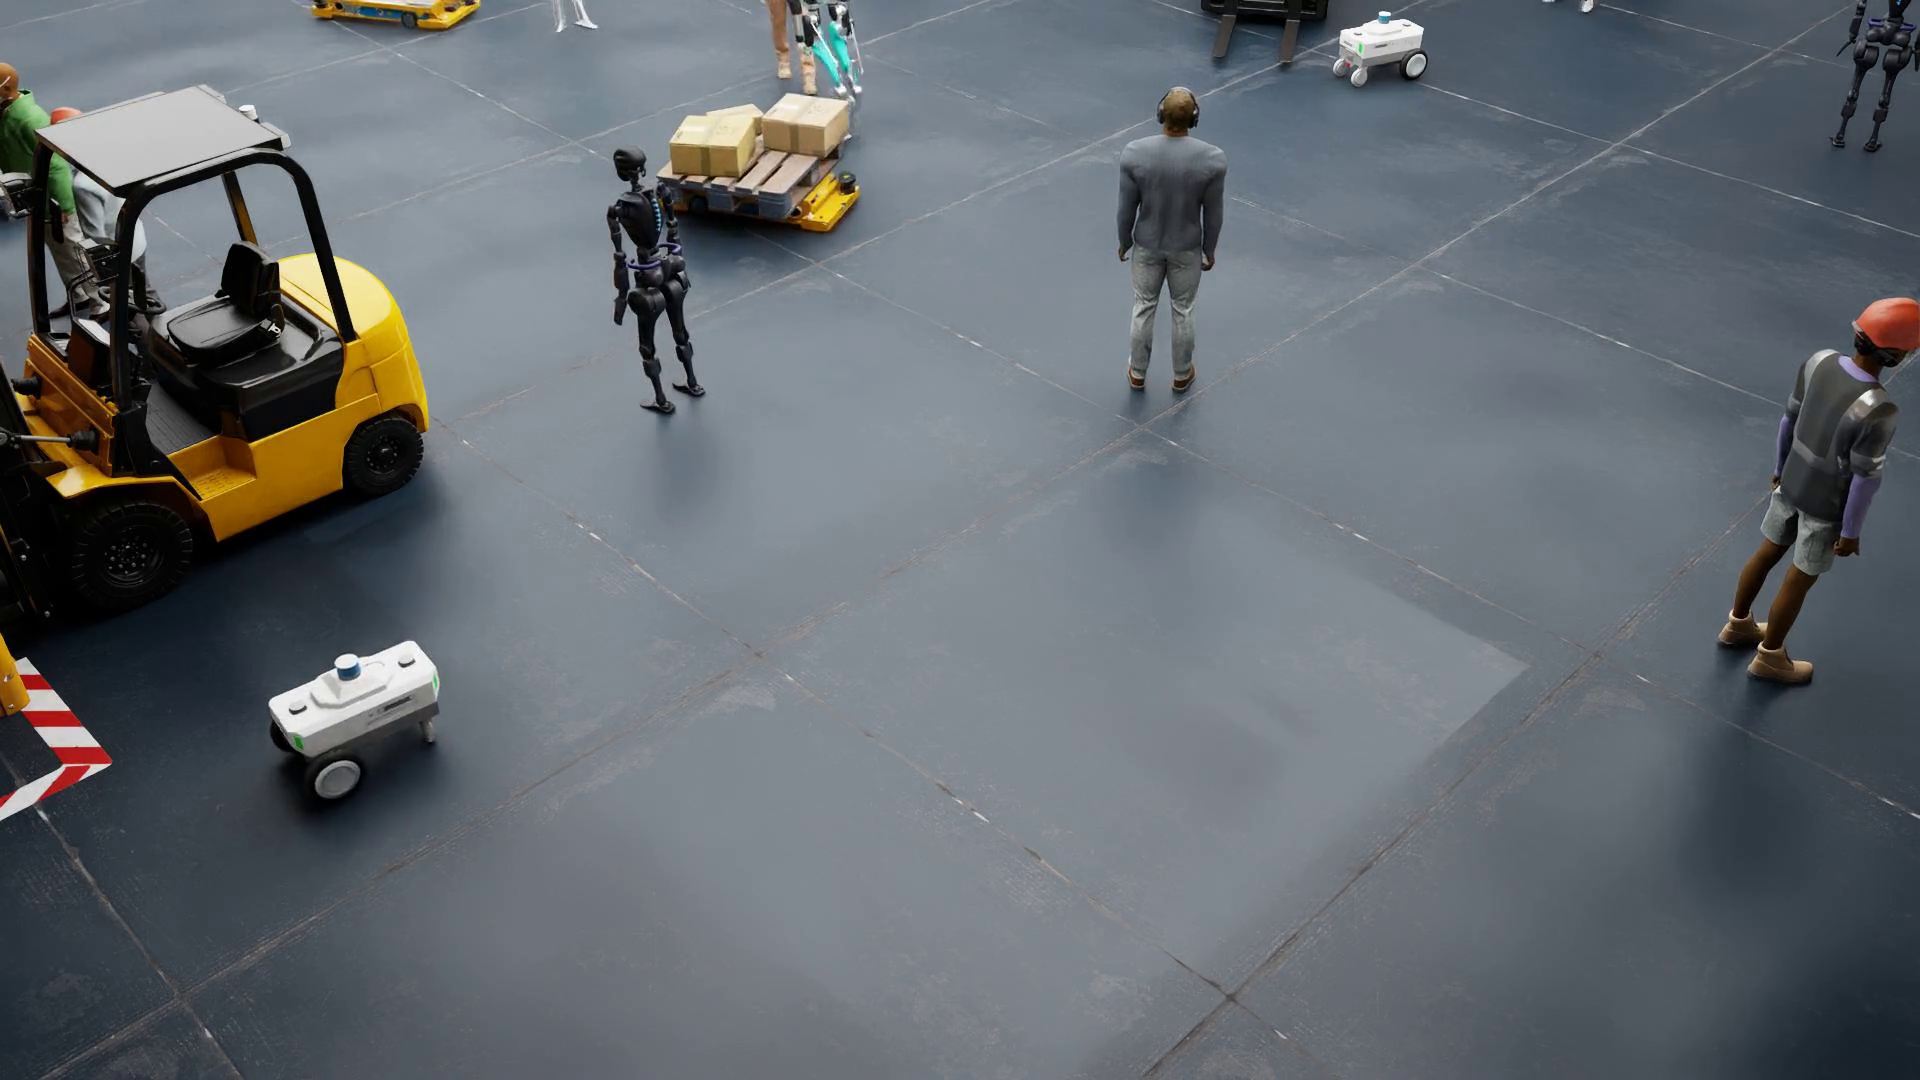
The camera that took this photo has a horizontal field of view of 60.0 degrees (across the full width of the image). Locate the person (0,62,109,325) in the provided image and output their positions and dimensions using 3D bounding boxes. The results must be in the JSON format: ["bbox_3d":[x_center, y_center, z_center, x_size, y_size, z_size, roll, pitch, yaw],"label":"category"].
[{"bbox_3d":[-5.876,-2.201,10.678,0.537,1.784,0.386,26,44,30],"label":"person"}]

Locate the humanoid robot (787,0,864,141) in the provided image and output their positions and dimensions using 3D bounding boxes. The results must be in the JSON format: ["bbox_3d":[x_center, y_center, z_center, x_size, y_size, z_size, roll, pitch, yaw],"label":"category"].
[{"bbox_3d":[-0.992,-3.950,13.102,0.530,1.825,0.767,-25,43,-29],"label":"humanoid robot"}]

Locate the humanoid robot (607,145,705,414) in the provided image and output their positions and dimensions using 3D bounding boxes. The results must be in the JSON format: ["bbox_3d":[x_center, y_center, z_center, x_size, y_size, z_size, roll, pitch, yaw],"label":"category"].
[{"bbox_3d":[-1.826,-1.553,9.900,0.346,1.648,0.609,20,41,24],"label":"humanoid robot"}]

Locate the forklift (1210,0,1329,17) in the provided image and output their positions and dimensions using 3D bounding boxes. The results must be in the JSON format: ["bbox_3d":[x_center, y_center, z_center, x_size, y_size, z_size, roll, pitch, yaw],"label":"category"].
[{"bbox_3d":[3.106,-6.400,15.960,1.214,2.155,2.313,8,37,10],"label":"forklift"}]

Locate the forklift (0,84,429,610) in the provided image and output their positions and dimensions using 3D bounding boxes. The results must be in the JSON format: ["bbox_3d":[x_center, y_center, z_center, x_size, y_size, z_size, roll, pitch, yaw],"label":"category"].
[{"bbox_3d":[-4.145,-1.093,8.856,2.313,2.155,1.214,-31,47,-34],"label":"forklift"}]

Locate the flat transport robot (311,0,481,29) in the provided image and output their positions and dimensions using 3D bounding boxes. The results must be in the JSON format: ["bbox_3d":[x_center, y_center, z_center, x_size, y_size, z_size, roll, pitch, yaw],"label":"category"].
[{"bbox_3d":[-5.380,-5.123,15.854,1.431,0.231,0.659,9,38,12],"label":"flat transport robot"}]

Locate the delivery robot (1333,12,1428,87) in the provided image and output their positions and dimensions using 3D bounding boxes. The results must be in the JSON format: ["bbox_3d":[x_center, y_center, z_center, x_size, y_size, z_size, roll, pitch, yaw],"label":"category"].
[{"bbox_3d":[3.660,-4.303,14.511,0.765,0.585,0.499,-16,40,-20],"label":"delivery robot"}]

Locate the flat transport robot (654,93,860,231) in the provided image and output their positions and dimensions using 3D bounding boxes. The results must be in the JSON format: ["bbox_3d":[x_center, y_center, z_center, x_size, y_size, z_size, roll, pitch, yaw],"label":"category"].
[{"bbox_3d":[-1.539,-2.626,12.511,1.431,0.231,0.659,11,38,15],"label":"flat transport robot"}]

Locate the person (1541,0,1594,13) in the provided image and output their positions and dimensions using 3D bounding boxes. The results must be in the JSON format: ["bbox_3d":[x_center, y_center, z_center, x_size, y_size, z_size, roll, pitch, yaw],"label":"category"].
[{"bbox_3d":[5.915,-5.804,15.643,0.333,1.605,0.652,-29,45,-33],"label":"person"}]

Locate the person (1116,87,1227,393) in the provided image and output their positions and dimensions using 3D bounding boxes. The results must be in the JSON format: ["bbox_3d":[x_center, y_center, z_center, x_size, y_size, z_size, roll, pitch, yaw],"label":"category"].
[{"bbox_3d":[1.240,-1.771,9.974,0.627,1.938,0.373,6,37,8],"label":"person"}]

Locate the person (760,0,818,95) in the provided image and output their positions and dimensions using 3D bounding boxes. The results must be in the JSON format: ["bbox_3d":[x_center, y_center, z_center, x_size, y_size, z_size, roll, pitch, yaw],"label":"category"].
[{"bbox_3d":[-1.459,-4.682,14.032,0.543,1.749,0.800,-8,37,-10],"label":"person"}]

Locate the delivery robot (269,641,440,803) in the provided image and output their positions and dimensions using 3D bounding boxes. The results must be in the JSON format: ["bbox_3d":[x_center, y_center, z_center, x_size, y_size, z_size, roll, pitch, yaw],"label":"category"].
[{"bbox_3d":[-2.811,0.804,7.698,0.785,0.614,0.516,-25,44,-30],"label":"delivery robot"}]

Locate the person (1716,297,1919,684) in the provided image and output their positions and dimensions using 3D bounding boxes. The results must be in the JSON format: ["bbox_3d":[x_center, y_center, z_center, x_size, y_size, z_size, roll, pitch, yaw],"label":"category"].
[{"bbox_3d":[4.065,-0.229,7.824,0.391,2.041,0.612,-6,37,-8],"label":"person"}]

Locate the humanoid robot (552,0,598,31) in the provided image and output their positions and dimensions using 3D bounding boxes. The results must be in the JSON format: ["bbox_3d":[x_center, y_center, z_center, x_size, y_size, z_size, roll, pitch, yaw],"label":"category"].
[{"bbox_3d":[-3.656,-5.495,15.144,0.542,1.800,0.743,-22,42,-27],"label":"humanoid robot"}]

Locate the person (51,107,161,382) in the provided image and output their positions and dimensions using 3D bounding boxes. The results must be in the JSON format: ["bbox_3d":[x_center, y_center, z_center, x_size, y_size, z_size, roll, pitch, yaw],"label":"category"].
[{"bbox_3d":[-5.184,-1.807,10.186,0.351,1.737,0.574,-2,37,-2],"label":"person"}]

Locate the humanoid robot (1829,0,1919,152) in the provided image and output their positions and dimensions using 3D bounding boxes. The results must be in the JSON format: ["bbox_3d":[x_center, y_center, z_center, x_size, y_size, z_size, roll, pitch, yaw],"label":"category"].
[{"bbox_3d":[7.237,-3.896,13.023,0.599,1.657,0.315,17,40,22],"label":"humanoid robot"}]
